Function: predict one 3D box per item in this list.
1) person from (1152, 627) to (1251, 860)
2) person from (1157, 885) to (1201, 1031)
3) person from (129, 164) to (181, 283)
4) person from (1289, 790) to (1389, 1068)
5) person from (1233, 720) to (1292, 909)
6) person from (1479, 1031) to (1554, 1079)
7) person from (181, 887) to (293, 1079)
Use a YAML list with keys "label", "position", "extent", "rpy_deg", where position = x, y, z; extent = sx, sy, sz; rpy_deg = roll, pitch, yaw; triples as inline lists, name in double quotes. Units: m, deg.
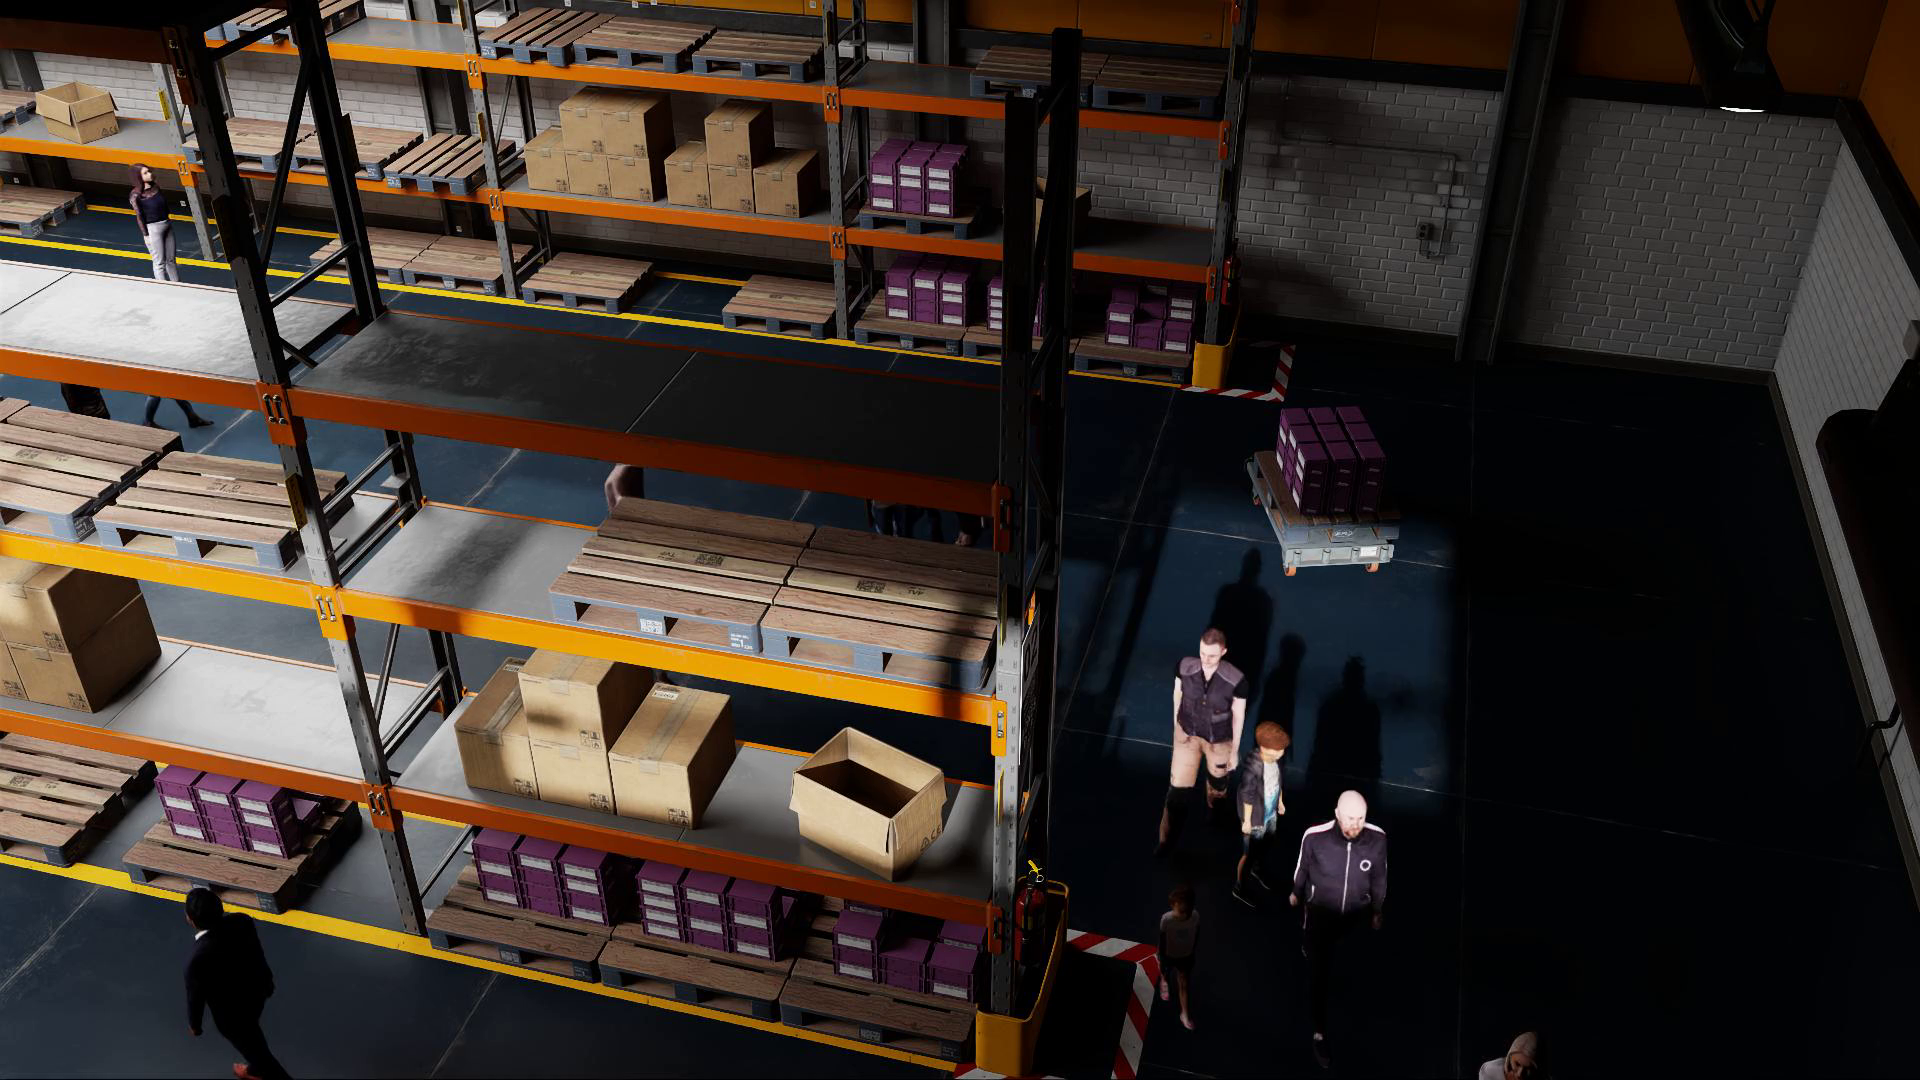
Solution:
- label: "person"
  position: [1.726, 1.260, 11.399]
  extent: [1.015, 1.801, 0.828]
  rpy_deg: [10, 35, 15]
- label: "person"
  position: [1.325, 2.487, 10.277]
  extent: [0.670, 0.998, 0.616]
  rpy_deg: [-2, 34, -4]
- label: "person"
  position: [-8.986, -3.453, 18.666]
  extent: [0.539, 1.604, 0.597]
  rpy_deg: [7, 34, 10]
- label: "person"
  position: [2.245, 2.155, 10.064]
  extent: [1.243, 1.787, 0.987]
  rpy_deg: [-1, 34, -1]
- label: "person"
  position: [1.980, 1.748, 10.984]
  extent: [0.651, 1.447, 0.618]
  rpy_deg: [25, 41, 33]
- label: "person"
  position: [2.873, 3.090, 8.708]
  extent: [0.780, 1.731, 0.749]
  rpy_deg: [13, 36, 19]
- label: "person"
  position: [-4.000, 2.653, 9.386]
  extent: [0.722, 1.709, 0.628]
  rpy_deg: [8, 34, 12]
